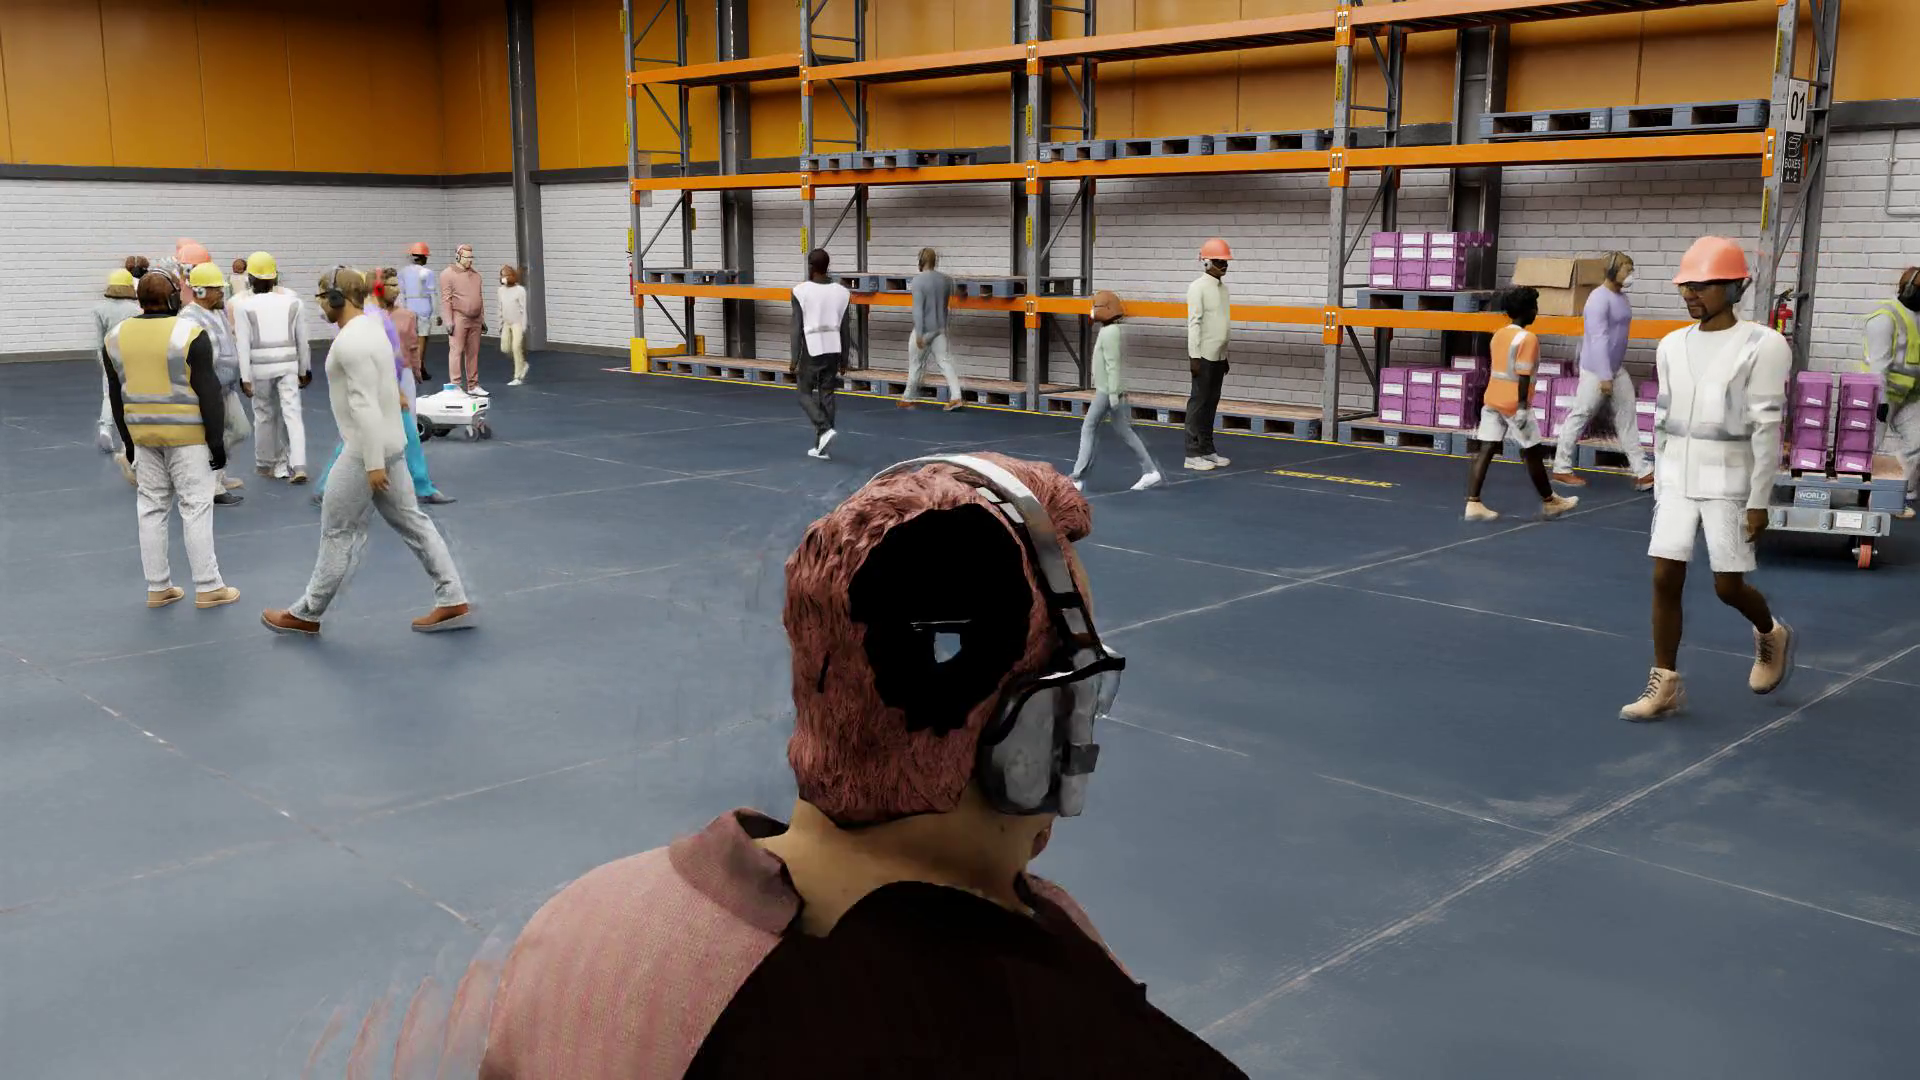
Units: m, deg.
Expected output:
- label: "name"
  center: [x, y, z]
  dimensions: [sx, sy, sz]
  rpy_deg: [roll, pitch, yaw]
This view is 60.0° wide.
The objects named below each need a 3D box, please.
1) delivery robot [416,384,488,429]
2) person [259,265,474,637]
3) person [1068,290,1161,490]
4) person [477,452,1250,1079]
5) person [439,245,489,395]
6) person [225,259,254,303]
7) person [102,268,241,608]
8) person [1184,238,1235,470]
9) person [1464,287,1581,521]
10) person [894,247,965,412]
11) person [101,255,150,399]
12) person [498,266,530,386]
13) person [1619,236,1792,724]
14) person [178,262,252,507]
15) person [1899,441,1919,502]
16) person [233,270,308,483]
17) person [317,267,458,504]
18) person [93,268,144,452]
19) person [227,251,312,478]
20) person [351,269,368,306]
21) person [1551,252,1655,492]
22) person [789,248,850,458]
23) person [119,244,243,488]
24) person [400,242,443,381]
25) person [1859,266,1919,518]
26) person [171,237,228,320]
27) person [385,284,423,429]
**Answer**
- label: "delivery robot"
  center: [-5.043, -1.303, 16.448]
  dimensions: [0.707, 0.478, 0.477]
  rpy_deg: [2, 11, 9]
- label: "person"
  center: [-3.005, -0.438, 8.405]
  dimensions: [1.056, 1.877, 0.635]
  rpy_deg: [-2, 11, -9]
- label: "person"
  center: [1.191, -1.177, 13.167]
  dimensions: [0.858, 1.593, 0.509]
  rpy_deg: [1, 10, 7]
- label: "person"
  center: [-0.001, 0.858, 1.311]
  dimensions: [0.666, 1.868, 0.898]
  rpy_deg: [6, 12, 29]
- label: "person"
  center: [-6.204, -2.748, 20.905]
  dimensions: [0.407, 1.905, 0.639]
  rpy_deg: [6, 12, 30]
- label: "person"
  center: [-11.637, -3.736, 27.005]
  dimensions: [0.514, 1.642, 0.310]
  rpy_deg: [-1, 10, -3]
- label: "person"
  center: [-4.271, -0.542, 9.040]
  dimensions: [0.625, 1.846, 0.429]
  rpy_deg: [1, 10, 8]
- label: "person"
  center: [2.182, -1.613, 14.462]
  dimensions: [0.396, 1.992, 0.622]
  rpy_deg: [7, 13, 34]
- label: "person"
  center: [3.982, -0.951, 11.757]
  dimensions: [0.847, 1.649, 0.557]
  rpy_deg: [-2, 11, -13]
- label: "person"
  center: [-0.325, -2.415, 19.170]
  dimensions: [1.042, 1.896, 0.641]
  rpy_deg: [10, 14, 44]
- label: "person"
  center: [-9.318, -2.310, 18.830]
  dimensions: [0.646, 1.806, 0.717]
  rpy_deg: [6, 12, 31]
- label: "person"
  center: [-6.018, -2.907, 22.552]
  dimensions: [0.503, 1.617, 0.447]
  rpy_deg: [6, 12, 28]
- label: "person"
  center: [3.179, -0.246, 6.938]
  dimensions: [0.812, 2.026, 0.611]
  rpy_deg: [-6, 12, -31]
- label: "person"
  center: [-5.555, -1.142, 12.371]
  dimensions: [0.426, 1.819, 0.621]
  rpy_deg: [0, 10, -1]
- label: "person"
  center: [7.296, -1.062, 12.498]
  dimensions: [0.609, 1.618, 0.492]
  rpy_deg: [-3, 11, -14]
- label: "person"
  center: [-5.646, -1.385, 13.722]
  dimensions: [0.590, 1.839, 1.010]
  rpy_deg: [-7, 13, -35]
- label: "person"
  center: [-4.321, -1.115, 12.324]
  dimensions: [0.981, 1.806, 0.566]
  rpy_deg: [-2, 11, -11]
- label: "person"
  center: [-7.897, -1.691, 15.650]
  dimensions: [0.488, 1.714, 0.789]
  rpy_deg: [-1, 10, -6]
- label: "person"
  center: [-5.705, -1.439, 13.805]
  dimensions: [0.629, 1.884, 0.478]
  rpy_deg: [-6, 12, -30]
- label: "person"
  center: [-4.990, -1.372, 13.838]
  dimensions: [0.718, 1.728, 0.541]
  rpy_deg: [-1, 10, -4]
- label: "person"
  center: [5.171, -1.313, 13.122]
  dimensions: [1.015, 1.883, 0.657]
  rpy_deg: [10, 14, 43]
- label: "person"
  center: [-1.253, -1.673, 15.031]
  dimensions: [0.621, 1.905, 0.493]
  rpy_deg: [-7, 12, -33]
- label: "person"
  center: [-6.219, -1.359, 13.188]
  dimensions: [0.814, 1.963, 0.642]
  rpy_deg: [-1, 10, -4]
- label: "person"
  center: [-7.498, -3.190, 23.253]
  dimensions: [0.563, 1.917, 0.554]
  rpy_deg: [5, 12, 26]
- label: "person"
  center: [6.592, -1.027, 11.788]
  dimensions: [0.660, 1.809, 0.555]
  rpy_deg: [-5, 11, -24]
- label: "person"
  center: [-8.447, -2.353, 18.476]
  dimensions: [0.669, 2.003, 0.721]
  rpy_deg: [1, 10, 4]
- label: "person"
  center: [-4.998, -1.489, 14.543]
  dimensions: [0.553, 1.719, 0.877]
  rpy_deg: [-9, 14, -41]
